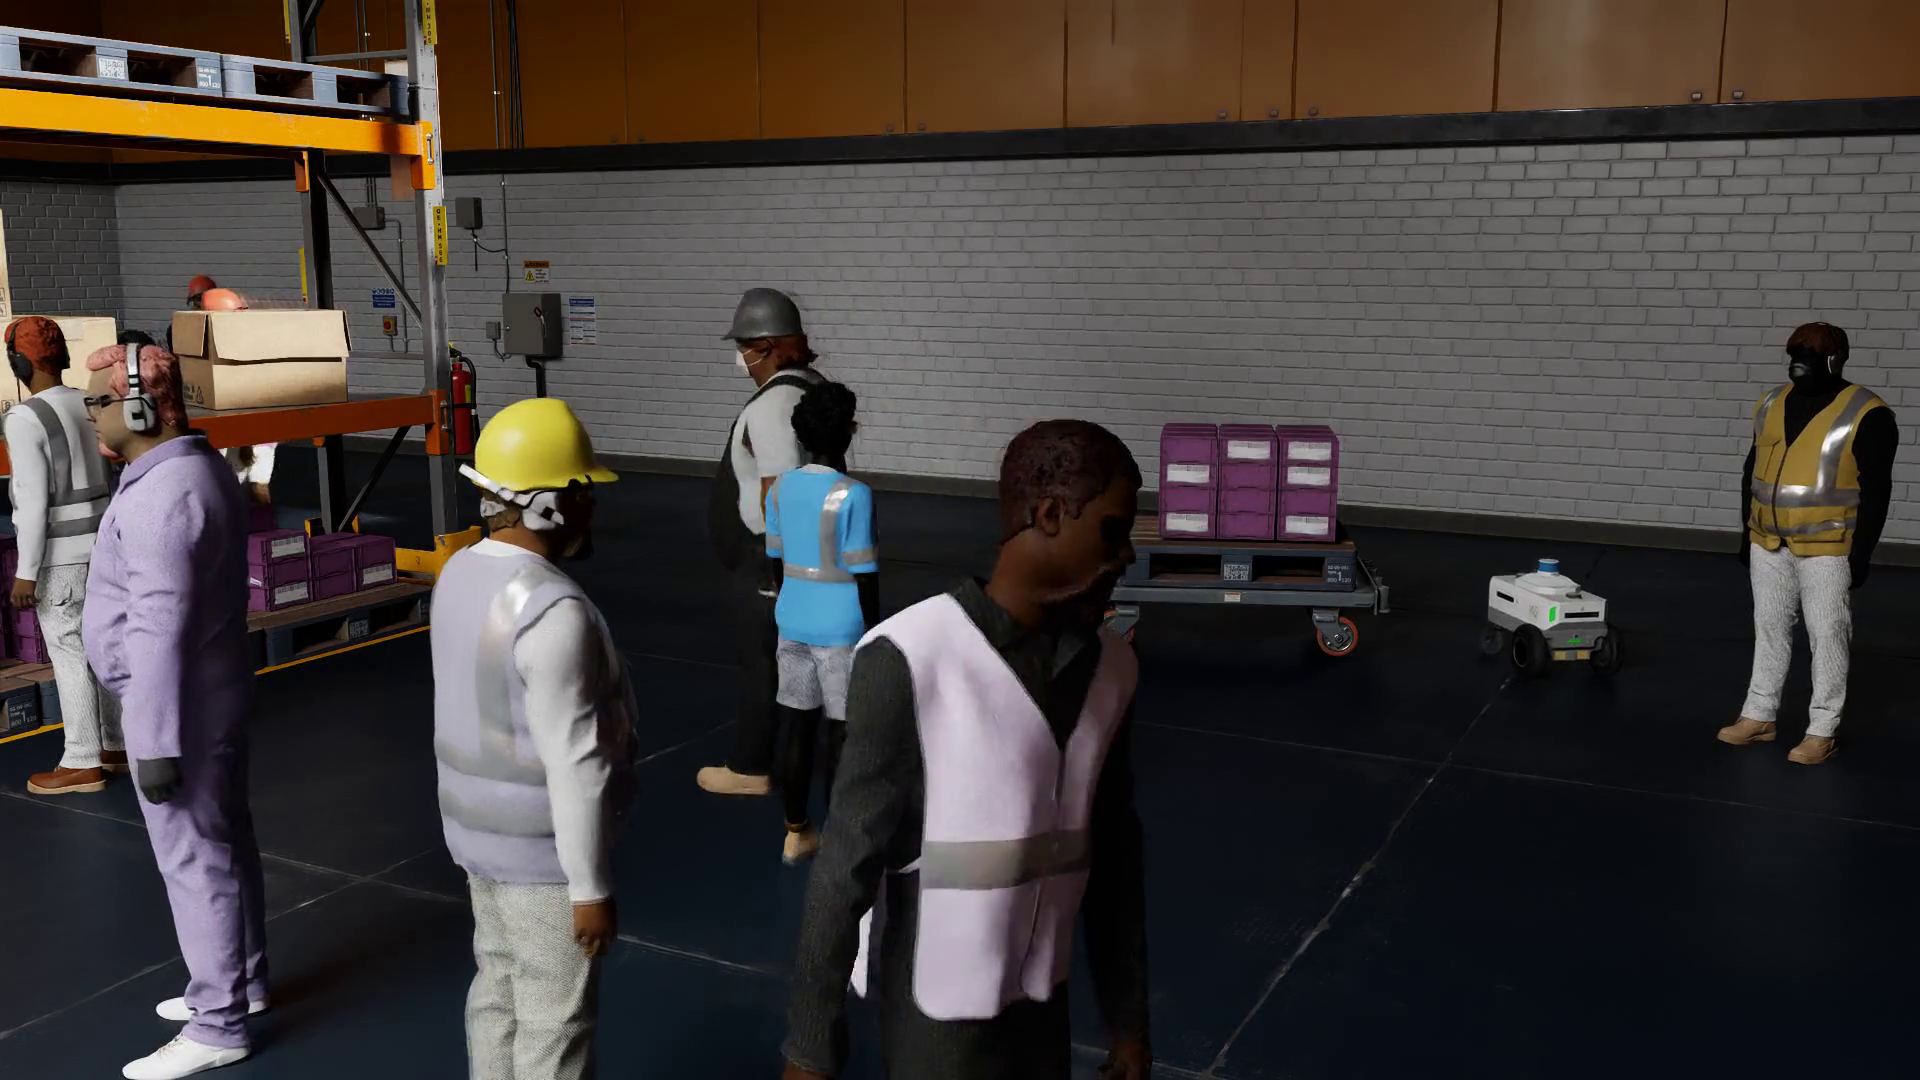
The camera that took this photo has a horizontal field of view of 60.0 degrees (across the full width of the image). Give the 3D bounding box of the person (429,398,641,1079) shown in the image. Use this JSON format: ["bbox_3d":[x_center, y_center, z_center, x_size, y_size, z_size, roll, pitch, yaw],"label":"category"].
[{"bbox_3d":[-0.872,0.620,3.488,0.403,1.830,0.599,-7,12,-36],"label":"person"}]

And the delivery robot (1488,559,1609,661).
[{"bbox_3d":[3.009,0.340,8.533,0.477,0.478,0.707,-1,10,-8],"label":"delivery robot"}]

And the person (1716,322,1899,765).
[{"bbox_3d":[3.543,0.012,6.986,0.430,1.843,0.625,-5,11,-27],"label":"person"}]

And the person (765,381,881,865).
[{"bbox_3d":[-0.441,0.312,5.654,0.316,1.700,0.540,-9,13,-42],"label":"person"}]

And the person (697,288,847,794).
[{"bbox_3d":[-0.591,0.002,6.461,0.829,2.000,0.688,2,10,13],"label":"person"}]

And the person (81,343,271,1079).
[{"bbox_3d":[-2.060,0.439,4.352,0.399,1.900,0.645,-2,10,-11],"label":"person"}]

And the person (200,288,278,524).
[{"bbox_3d":[-4.626,-0.664,10.737,0.492,1.894,0.587,-1,10,-6],"label":"person"}]

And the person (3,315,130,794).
[{"bbox_3d":[-3.538,0.061,6.574,0.357,1.885,0.573,1,10,4],"label":"person"}]

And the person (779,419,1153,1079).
[{"bbox_3d":[0.030,0.746,2.670,0.392,1.866,0.685,9,13,41],"label":"person"}]

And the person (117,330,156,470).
[{"bbox_3d":[-4.987,-0.434,10.099,0.538,1.655,0.847,5,11,25],"label":"person"}]

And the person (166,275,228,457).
[{"bbox_3d":[-6.058,-1.163,13.495,0.619,1.956,0.988,-5,11,-26],"label":"person"}]
